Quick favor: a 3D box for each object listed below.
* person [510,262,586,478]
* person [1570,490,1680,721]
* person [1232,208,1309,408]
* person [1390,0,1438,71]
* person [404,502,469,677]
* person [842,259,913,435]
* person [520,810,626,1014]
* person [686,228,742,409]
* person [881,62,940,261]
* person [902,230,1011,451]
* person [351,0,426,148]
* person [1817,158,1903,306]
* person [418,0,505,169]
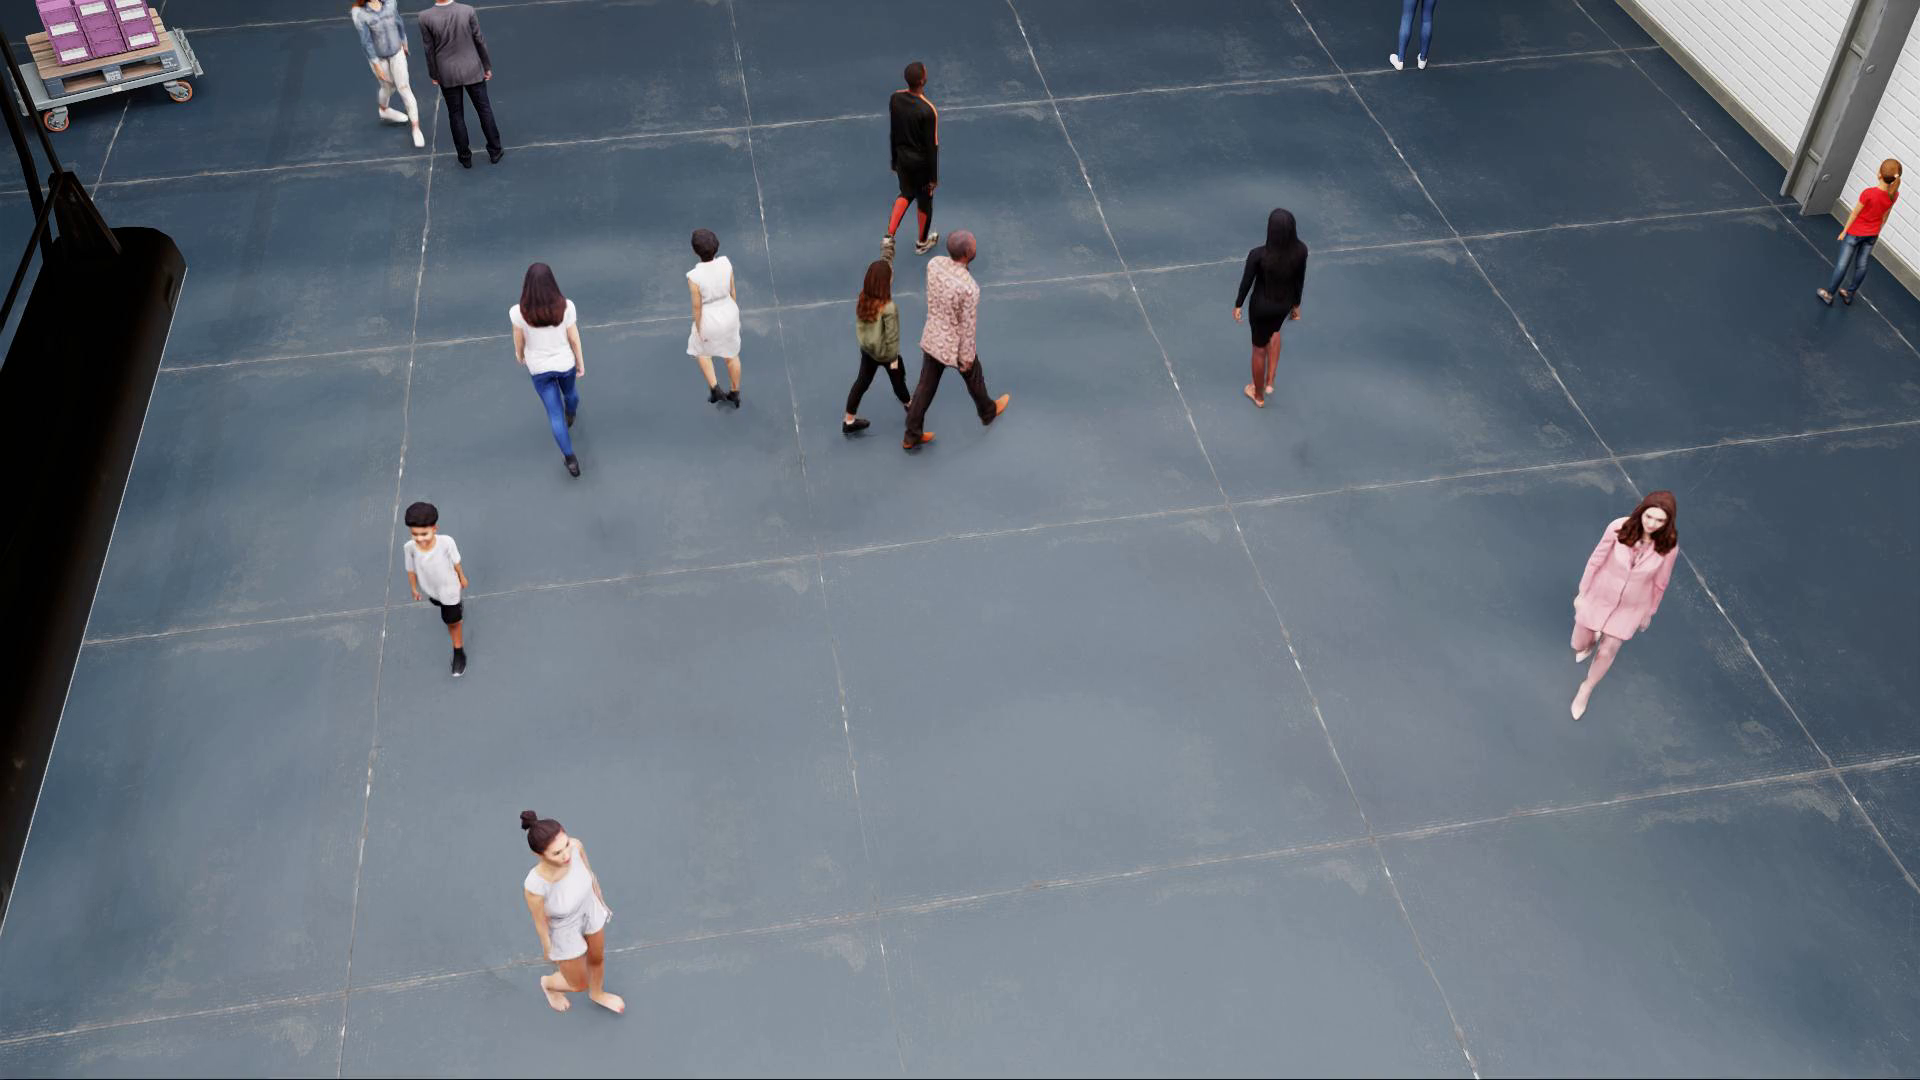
[{"bbox_3d":[-2.874,-1.149,11.828,0.737,1.646,1.076,-15,46,-15],"label":"person"},{"bbox_3d":[4.026,0.332,10.169,0.859,1.791,0.938,20,47,20],"label":"person"},{"bbox_3d":[2.330,-1.673,12.331,0.655,1.712,0.602,-10,45,-11],"label":"person"},{"bbox_3d":[4.539,-5.456,16.295,0.639,1.721,0.554,-1,44,-1],"label":"person"},{"bbox_3d":[-3.346,0.214,10.687,0.528,1.247,0.885,-4,44,-4],"label":"person"},{"bbox_3d":[-0.651,-1.372,12.213,0.923,1.437,1.016,-26,49,-25],"label":"person"},{"bbox_3d":[-2.074,1.946,8.612,0.782,1.602,0.728,18,46,18],"label":"person"},{"bbox_3d":[-1.768,-1.596,12.371,0.684,1.544,0.704,-25,49,-24],"label":"person"},{"bbox_3d":[-0.424,-3.089,13.756,0.986,1.795,1.055,25,49,24],"label":"person"},{"bbox_3d":[-0.132,-1.393,12.000,1.181,1.762,1.213,-33,53,-30],"label":"person"},{"bbox_3d":[-5.306,-4.479,15.316,0.869,1.657,1.077,-31,52,-28],"label":"person"},{"bbox_3d":[7.325,-2.487,13.478,0.476,1.307,0.492,-4,44,-4],"label":"person"},{"bbox_3d":[-4.483,-4.219,14.908,0.750,1.842,0.646,-13,45,-13],"label":"person"}]
